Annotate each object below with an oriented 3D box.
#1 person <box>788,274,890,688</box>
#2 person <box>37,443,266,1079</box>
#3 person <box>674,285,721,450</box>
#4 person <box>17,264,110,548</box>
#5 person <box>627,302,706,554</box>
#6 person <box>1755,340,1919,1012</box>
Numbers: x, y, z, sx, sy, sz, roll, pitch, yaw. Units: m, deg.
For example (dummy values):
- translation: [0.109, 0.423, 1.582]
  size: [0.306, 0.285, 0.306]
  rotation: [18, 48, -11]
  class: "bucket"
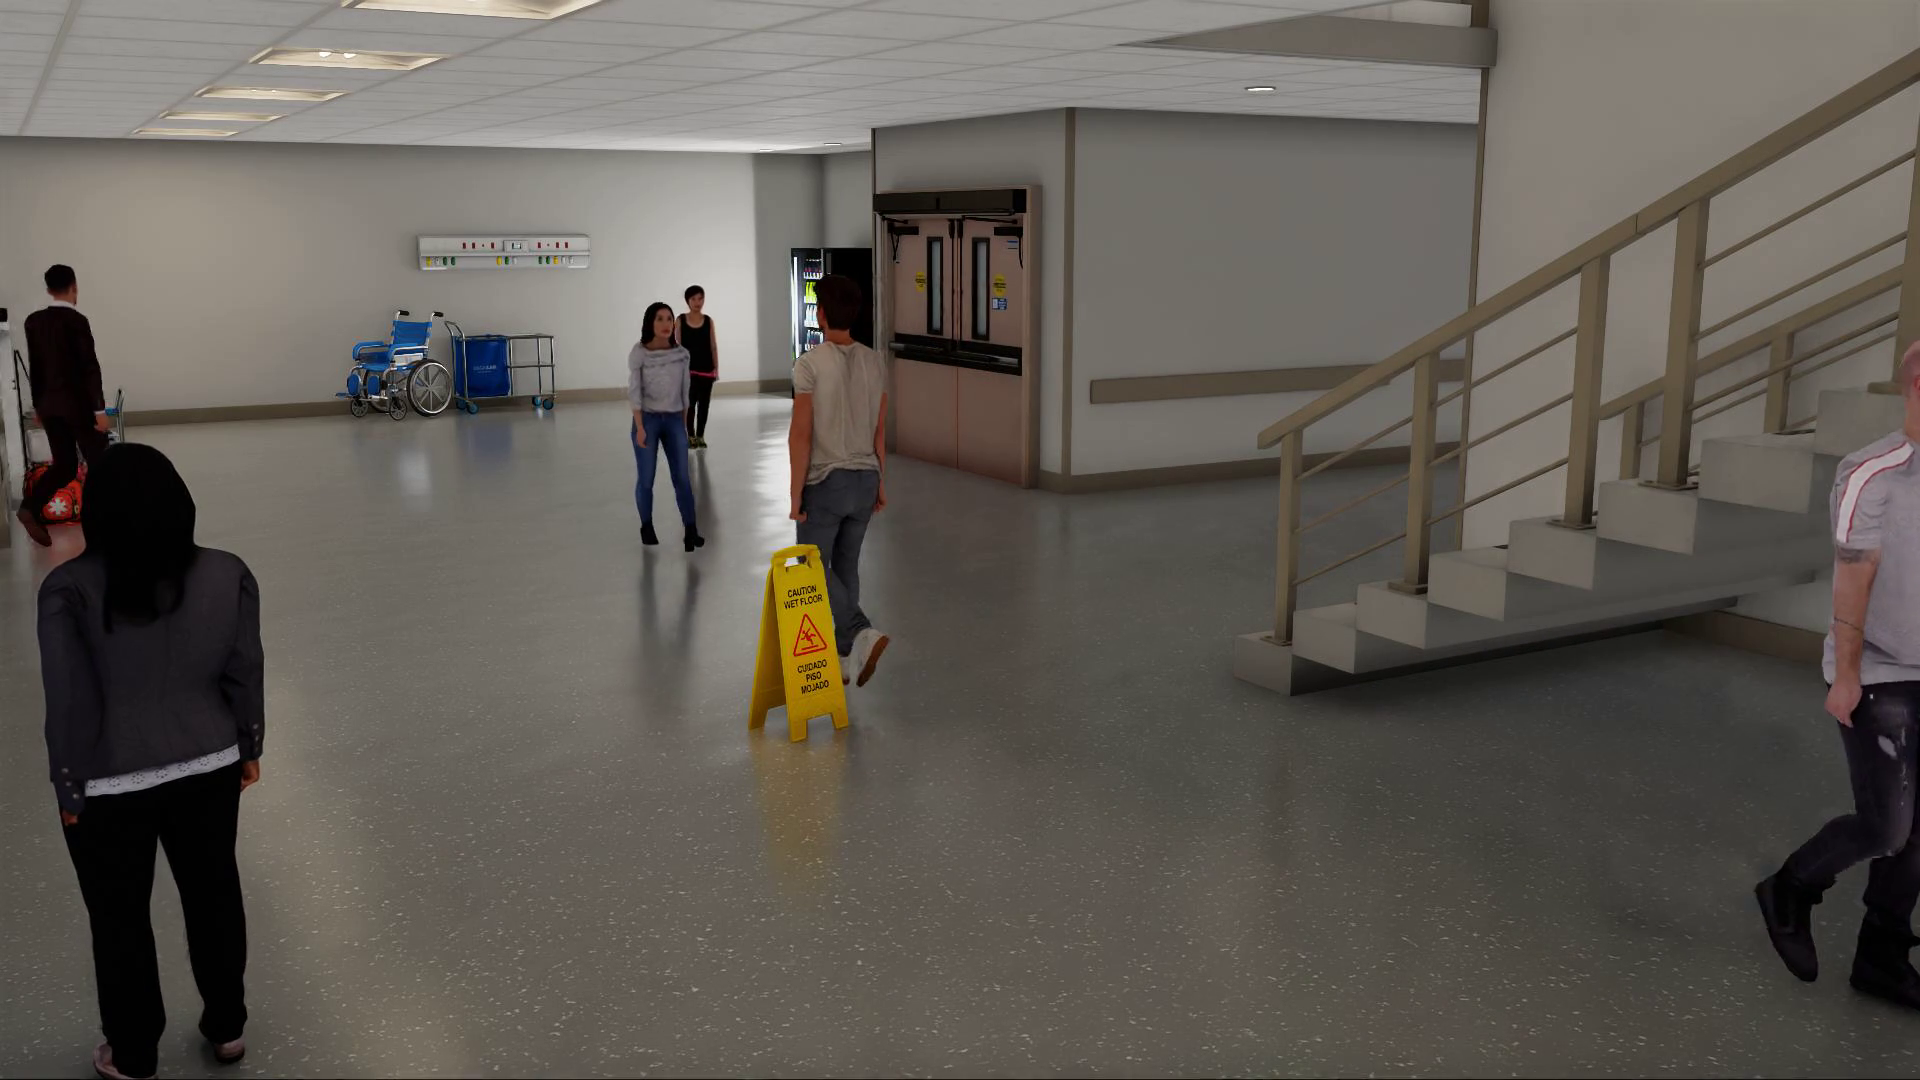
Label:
- translation: [-0.497, -0.229, 7.458]
  size: [0.713, 1.882, 0.985]
  rotation: [-7, 13, -34]
  class: "person"
- translation: [-1.987, 0.555, 4.095]
  size: [0.747, 1.597, 0.745]
  rotation: [10, 15, 43]
  class: "person"
- translation: [-2.524, -1.639, 15.796]
  size: [0.583, 1.543, 0.643]
  rotation: [-5, 12, -23]
  class: "person"
- translation: [-5.856, -0.846, 10.825]
  size: [1.093, 1.840, 1.136]
  rotation: [5, 12, 23]
  class: "person"
- translation: [-1.997, -0.713, 10.790]
  size: [0.600, 1.591, 0.963]
  rotation: [-6, 12, -29]
  class: "person"
- translation: [2.476, 0.358, 4.515]
  size: [0.707, 1.825, 0.783]
  rotation: [-5, 12, -25]
  class: "person"
